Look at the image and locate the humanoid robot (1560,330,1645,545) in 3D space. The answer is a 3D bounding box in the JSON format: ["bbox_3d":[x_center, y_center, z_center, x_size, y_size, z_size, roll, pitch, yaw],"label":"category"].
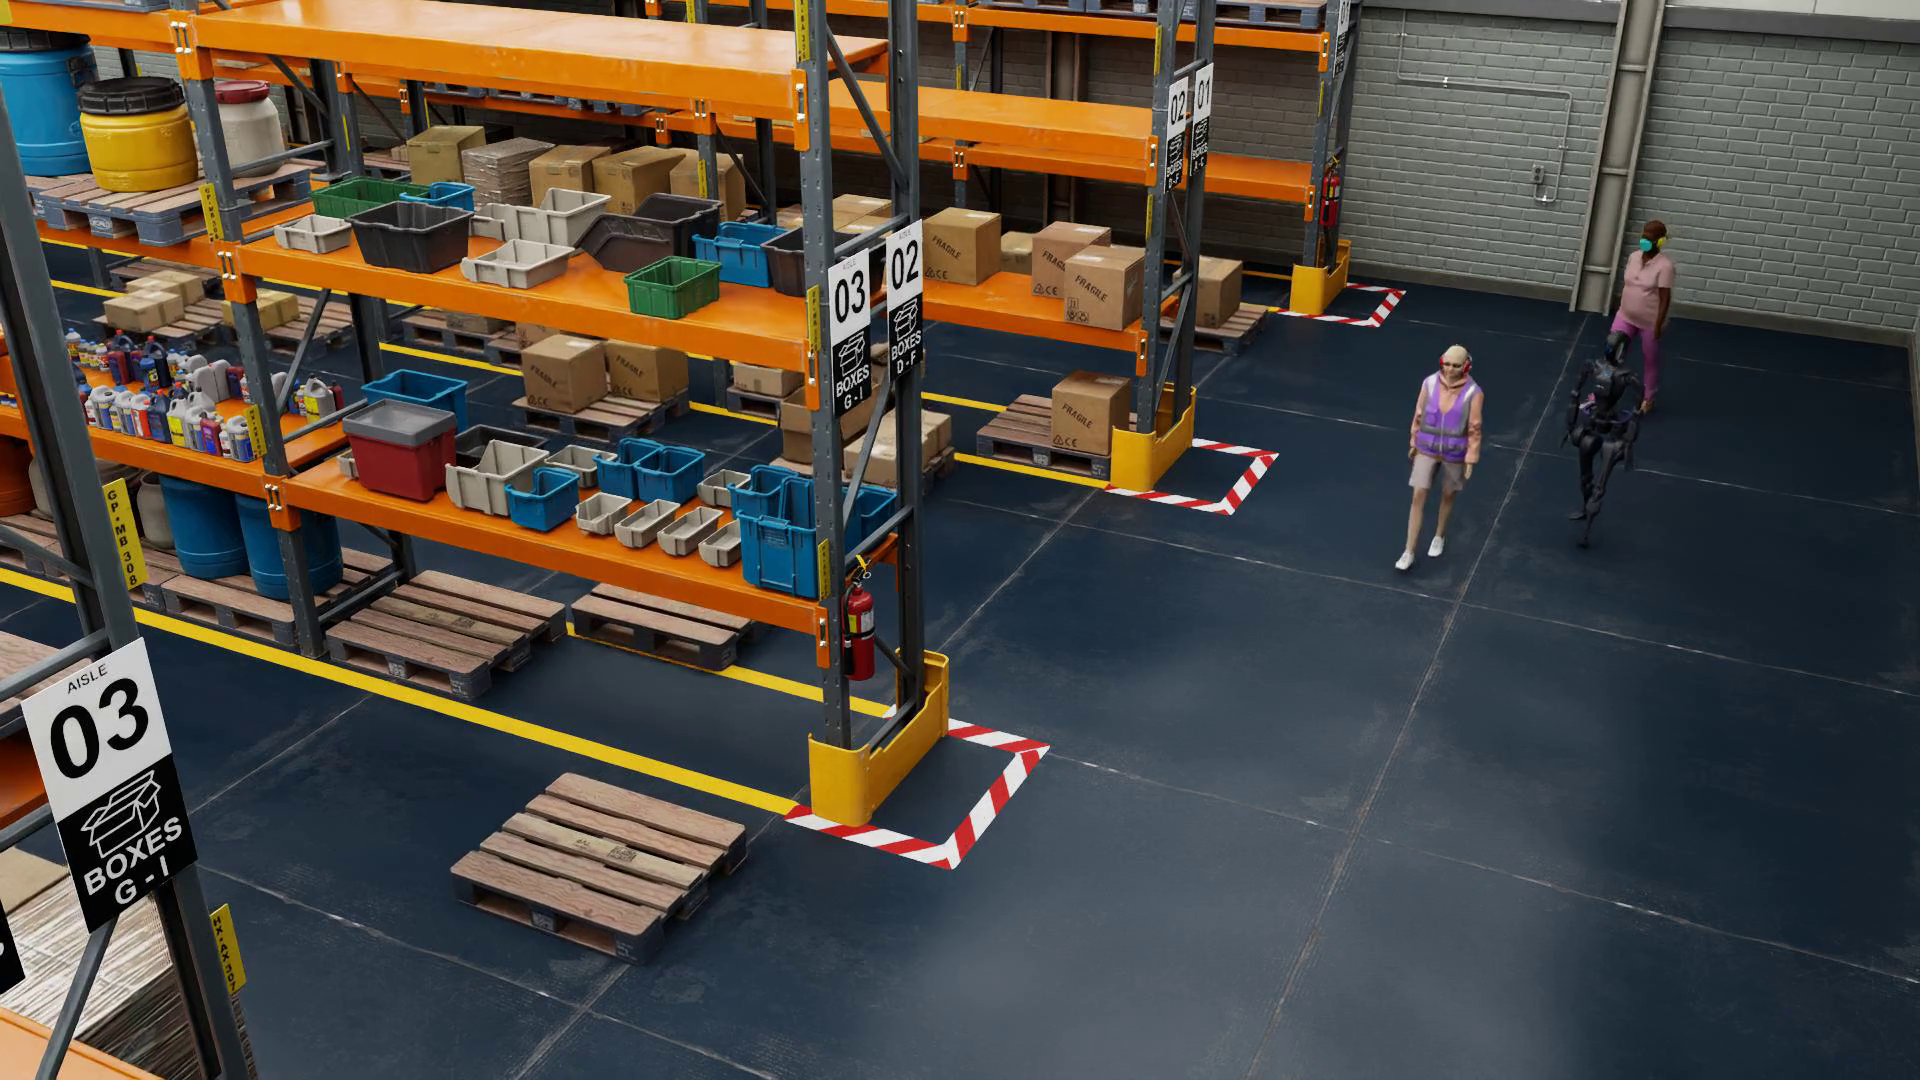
[{"bbox_3d":[4.740,-0.783,12.333,0.740,1.625,0.590,-23,34,-38],"label":"humanoid robot"}]

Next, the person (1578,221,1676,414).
[{"bbox_3d":[5.881,-1.891,14.451,0.930,1.752,0.538,-18,31,-32],"label":"person"}]

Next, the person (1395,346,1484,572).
[{"bbox_3d":[3.425,-0.562,11.856,0.521,1.656,0.820,13,29,24],"label":"person"}]
